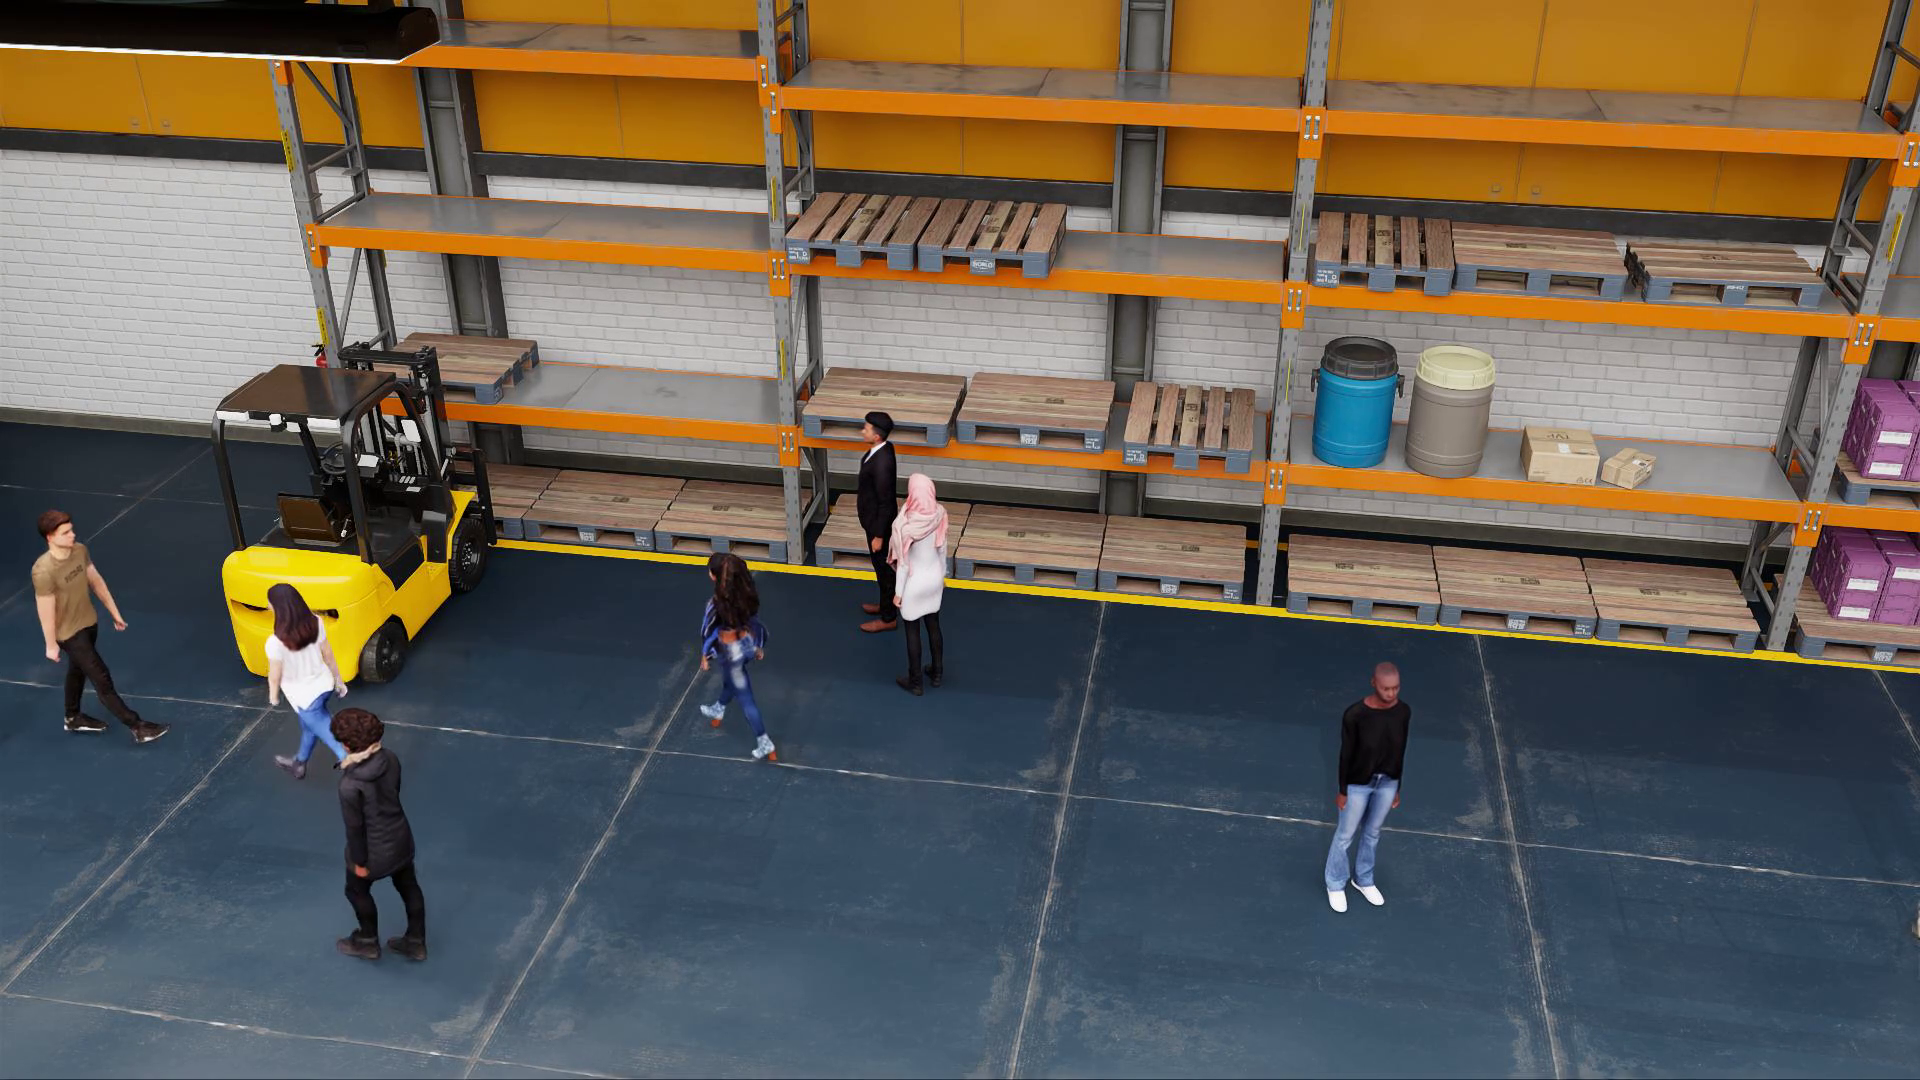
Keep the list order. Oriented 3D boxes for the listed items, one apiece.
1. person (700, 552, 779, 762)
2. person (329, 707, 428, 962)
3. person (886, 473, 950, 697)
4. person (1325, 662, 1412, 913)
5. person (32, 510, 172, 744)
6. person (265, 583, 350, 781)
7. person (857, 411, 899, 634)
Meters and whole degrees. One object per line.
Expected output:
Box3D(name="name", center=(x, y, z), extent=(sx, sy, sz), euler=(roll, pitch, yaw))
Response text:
Box3D(name="person", center=(-1.503, 0.842, 11.580), extent=(1.136, 1.571, 0.919), euler=(20, 34, 32))
Box3D(name="person", center=(-3.310, 1.775, 9.677), extent=(0.856, 1.757, 0.754), euler=(12, 31, 21))
Box3D(name="person", center=(-0.290, 0.321, 12.292), extent=(0.742, 1.804, 0.800), euler=(-19, 34, -31))
Box3D(name="person", center=(2.504, 1.486, 10.213), extent=(0.602, 1.750, 0.728), euler=(-7, 29, -12))
Box3D(name="person", center=(-6.311, 0.631, 11.716), extent=(1.153, 1.812, 0.727), euler=(3, 29, 5))
Box3D(name="person", center=(-4.220, 1.095, 11.057), extent=(1.230, 1.628, 0.730), euler=(10, 30, 18))
Box3D(name="person", center=(-0.613, -0.159, 13.090), extent=(0.628, 1.884, 0.739), euler=(-1, 29, -1))
